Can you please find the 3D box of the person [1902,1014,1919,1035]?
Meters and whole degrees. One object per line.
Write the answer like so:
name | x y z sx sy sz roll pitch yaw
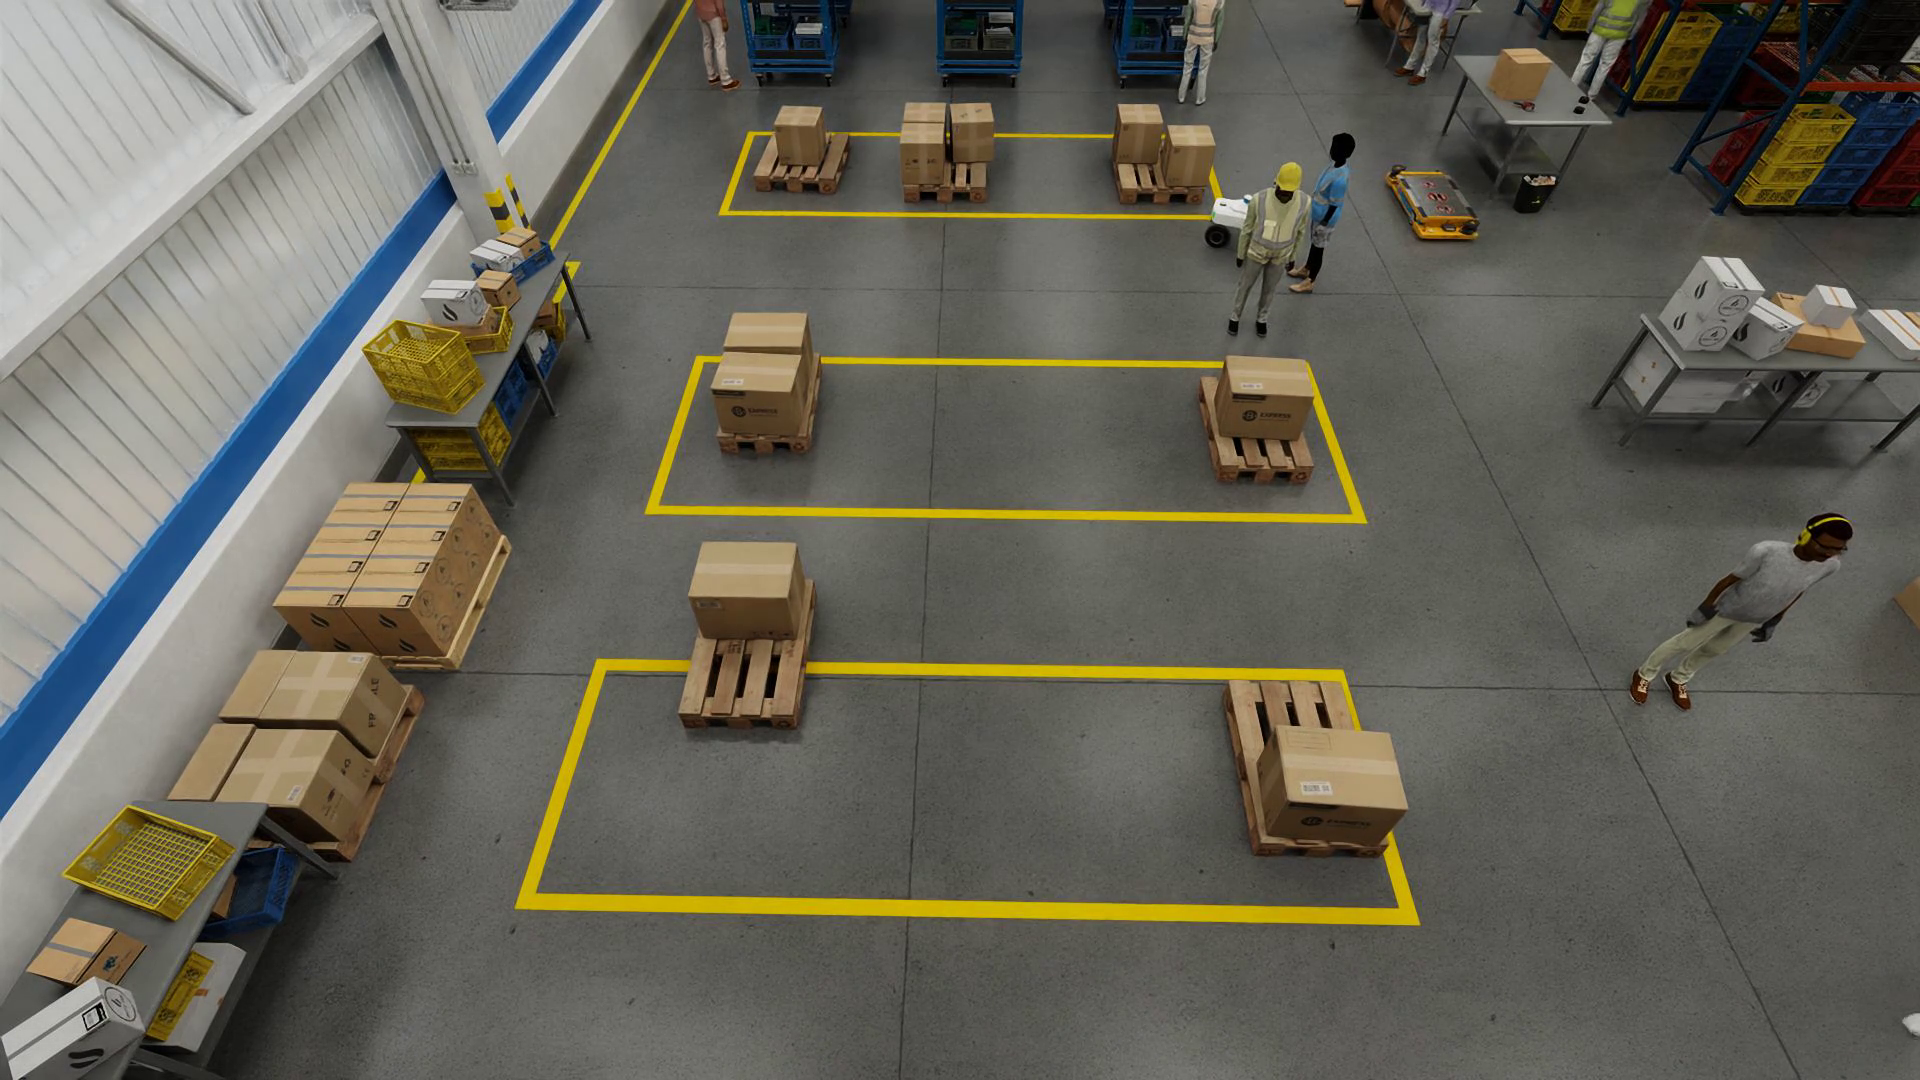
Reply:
person | 5.688 2.091 4.641 0.800 1.888 0.613 1 49 1

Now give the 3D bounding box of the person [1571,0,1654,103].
person | 8.835 -6.892 12.449 0.629 1.843 0.429 26 54 21

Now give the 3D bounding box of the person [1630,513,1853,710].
person | 5.131 0.500 6.032 0.516 1.872 0.327 8 50 7

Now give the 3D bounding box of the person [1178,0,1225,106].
person | 3.275 -6.804 12.503 0.515 1.641 0.314 16 51 13

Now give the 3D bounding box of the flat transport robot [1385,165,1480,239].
flat transport robot | 5.692 -4.094 11.059 0.652 0.197 1.431 1 49 1

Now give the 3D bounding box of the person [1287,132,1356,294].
person | 3.763 -3.370 9.497 0.320 1.692 0.531 9 50 8

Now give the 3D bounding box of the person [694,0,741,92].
person | -3.451 -7.347 12.753 0.611 1.985 0.415 32 56 25

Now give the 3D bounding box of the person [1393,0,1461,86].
person | 6.704 -7.464 12.881 0.372 1.940 0.631 -15 51 -13

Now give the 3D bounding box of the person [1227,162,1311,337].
person | 2.992 -2.798 8.918 0.589 1.826 0.403 4 49 3

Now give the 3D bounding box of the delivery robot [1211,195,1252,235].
delivery robot | 3.244 -3.697 10.469 0.707 0.478 0.477 15 51 12
